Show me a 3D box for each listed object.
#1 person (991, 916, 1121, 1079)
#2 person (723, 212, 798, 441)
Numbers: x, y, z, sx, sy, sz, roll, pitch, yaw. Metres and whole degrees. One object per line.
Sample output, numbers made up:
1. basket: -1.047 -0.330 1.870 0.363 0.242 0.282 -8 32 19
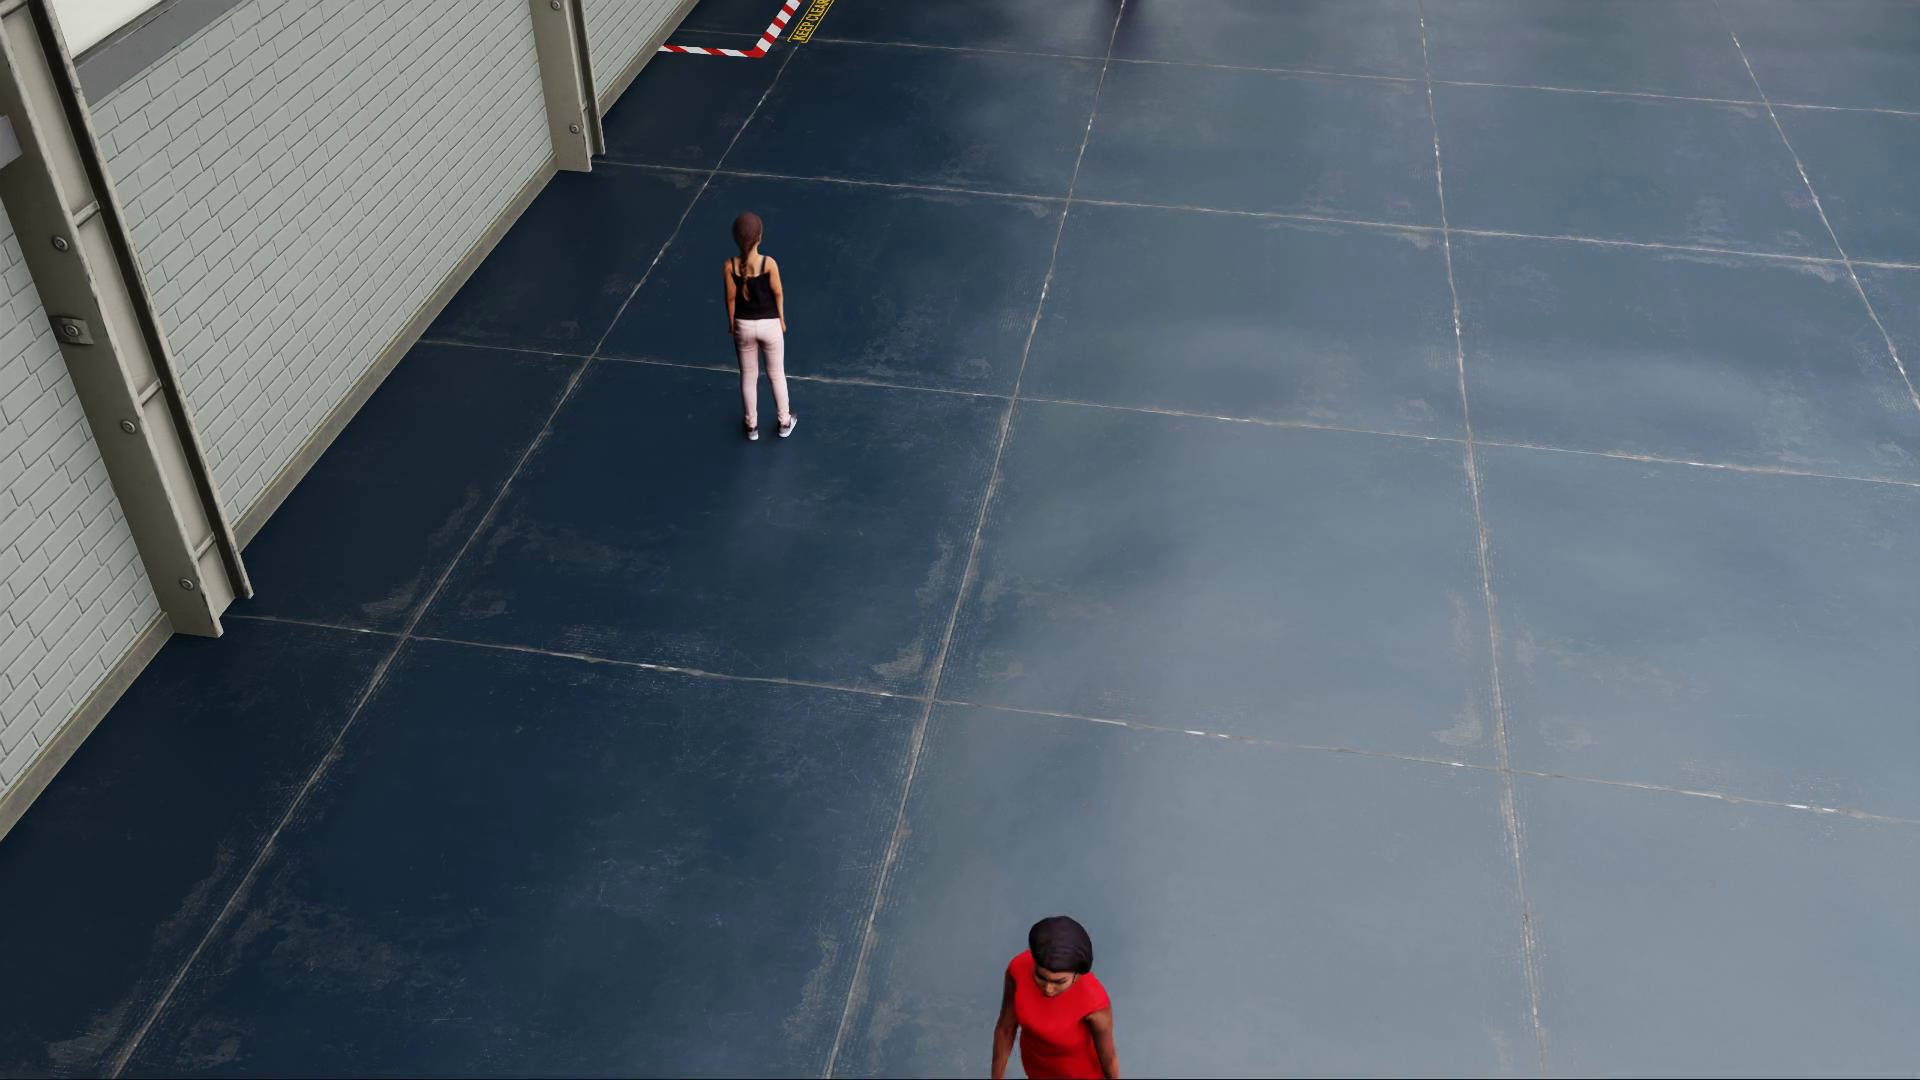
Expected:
1. person: 0.411 1.907 6.177 0.825 1.720 0.982 25 44 28
2. person: -1.270 -1.333 10.445 0.575 1.565 0.570 -1 38 -1
